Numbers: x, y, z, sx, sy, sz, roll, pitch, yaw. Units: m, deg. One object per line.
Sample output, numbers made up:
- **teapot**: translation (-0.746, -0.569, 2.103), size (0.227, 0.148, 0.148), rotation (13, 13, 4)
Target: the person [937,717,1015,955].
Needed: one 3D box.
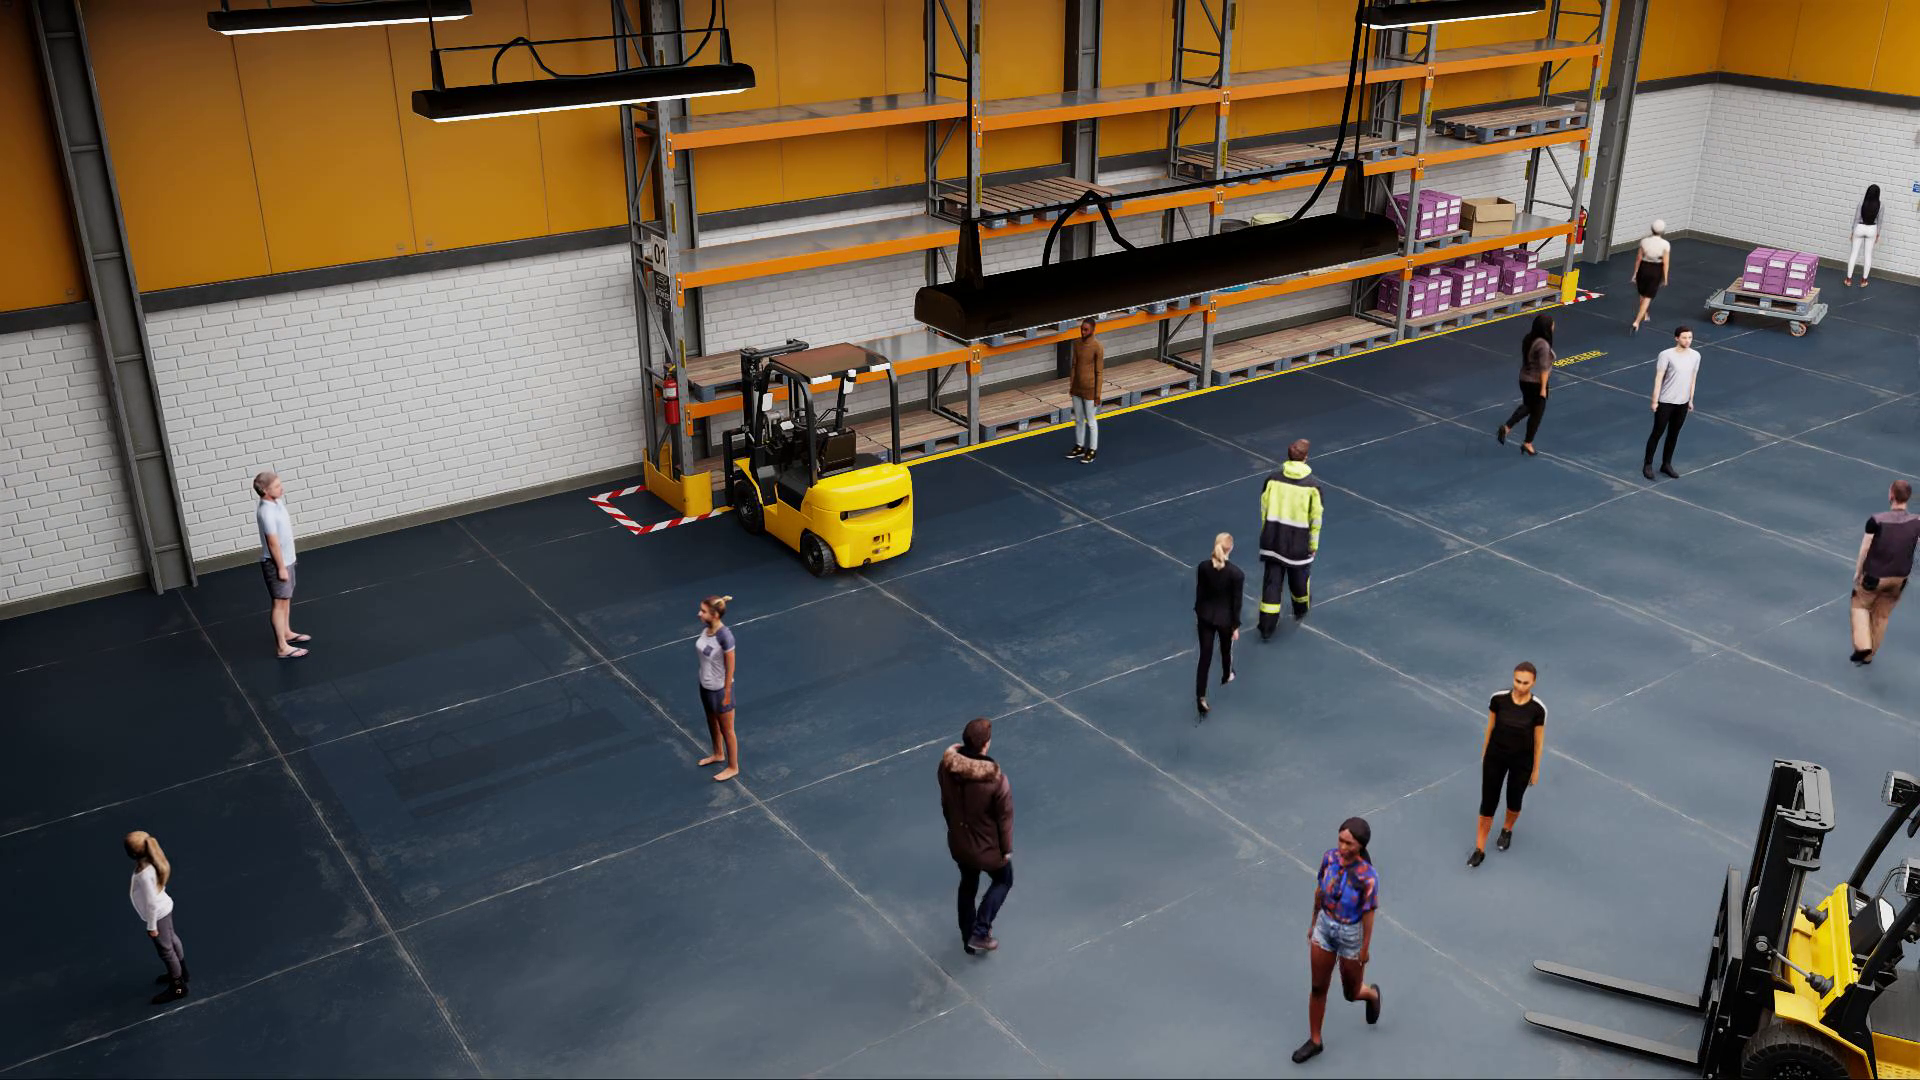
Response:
- **person**: translation (0.078, 2.085, 11.387), size (0.853, 1.839, 0.822), rotation (17, 29, 33)

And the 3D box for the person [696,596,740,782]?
- **person**: translation (-1.994, 1.192, 13.696), size (0.525, 1.625, 0.573), rotation (-15, 28, -31)

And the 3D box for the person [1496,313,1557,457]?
- **person**: translation (6.985, -1.894, 20.509), size (0.921, 1.824, 0.819), rotation (-5, 24, -11)

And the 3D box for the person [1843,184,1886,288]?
- **person**: translation (15.288, -5.157, 28.097), size (0.674, 1.724, 0.683), rotation (11, 26, 23)

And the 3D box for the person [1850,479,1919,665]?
- **person**: translation (8.566, 0.354, 15.365), size (0.909, 1.824, 0.969), rotation (3, 24, 8)

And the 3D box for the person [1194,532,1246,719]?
- **person**: translation (2.218, 0.775, 14.607), size (0.944, 1.659, 1.148), rotation (12, 26, 25)

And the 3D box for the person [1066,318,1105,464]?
- **person**: translation (1.560, -1.862, 20.445), size (0.669, 1.816, 0.606), rotation (22, 32, 40)

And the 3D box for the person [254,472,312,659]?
- **person**: translation (-6.445, 0.206, 15.699), size (0.686, 1.829, 0.711), rotation (-5, 24, -11)

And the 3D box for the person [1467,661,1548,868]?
- **person**: translation (4.208, 1.643, 12.640), size (0.837, 1.644, 1.026), rotation (14, 27, 29)

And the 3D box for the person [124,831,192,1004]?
- **person**: translation (-5.376, 2.495, 11.148), size (0.570, 1.278, 0.553), rotation (-7, 24, -15)

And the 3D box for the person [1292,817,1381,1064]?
- **person**: translation (2.464, 2.509, 10.561), size (0.988, 1.724, 0.669), rotation (-20, 30, -38)

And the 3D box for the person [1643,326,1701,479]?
- **person**: translation (8.534, -1.664, 19.933), size (0.676, 1.863, 0.806), rotation (-2, 24, -5)

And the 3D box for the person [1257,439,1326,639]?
- **person**: translation (3.121, 0.020, 15.987), size (1.160, 1.938, 1.342), rotation (11, 26, 23)

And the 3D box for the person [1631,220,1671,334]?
- **person**: translation (10.522, -3.987, 25.437), size (0.846, 1.710, 1.173), rotation (17, 29, 34)
